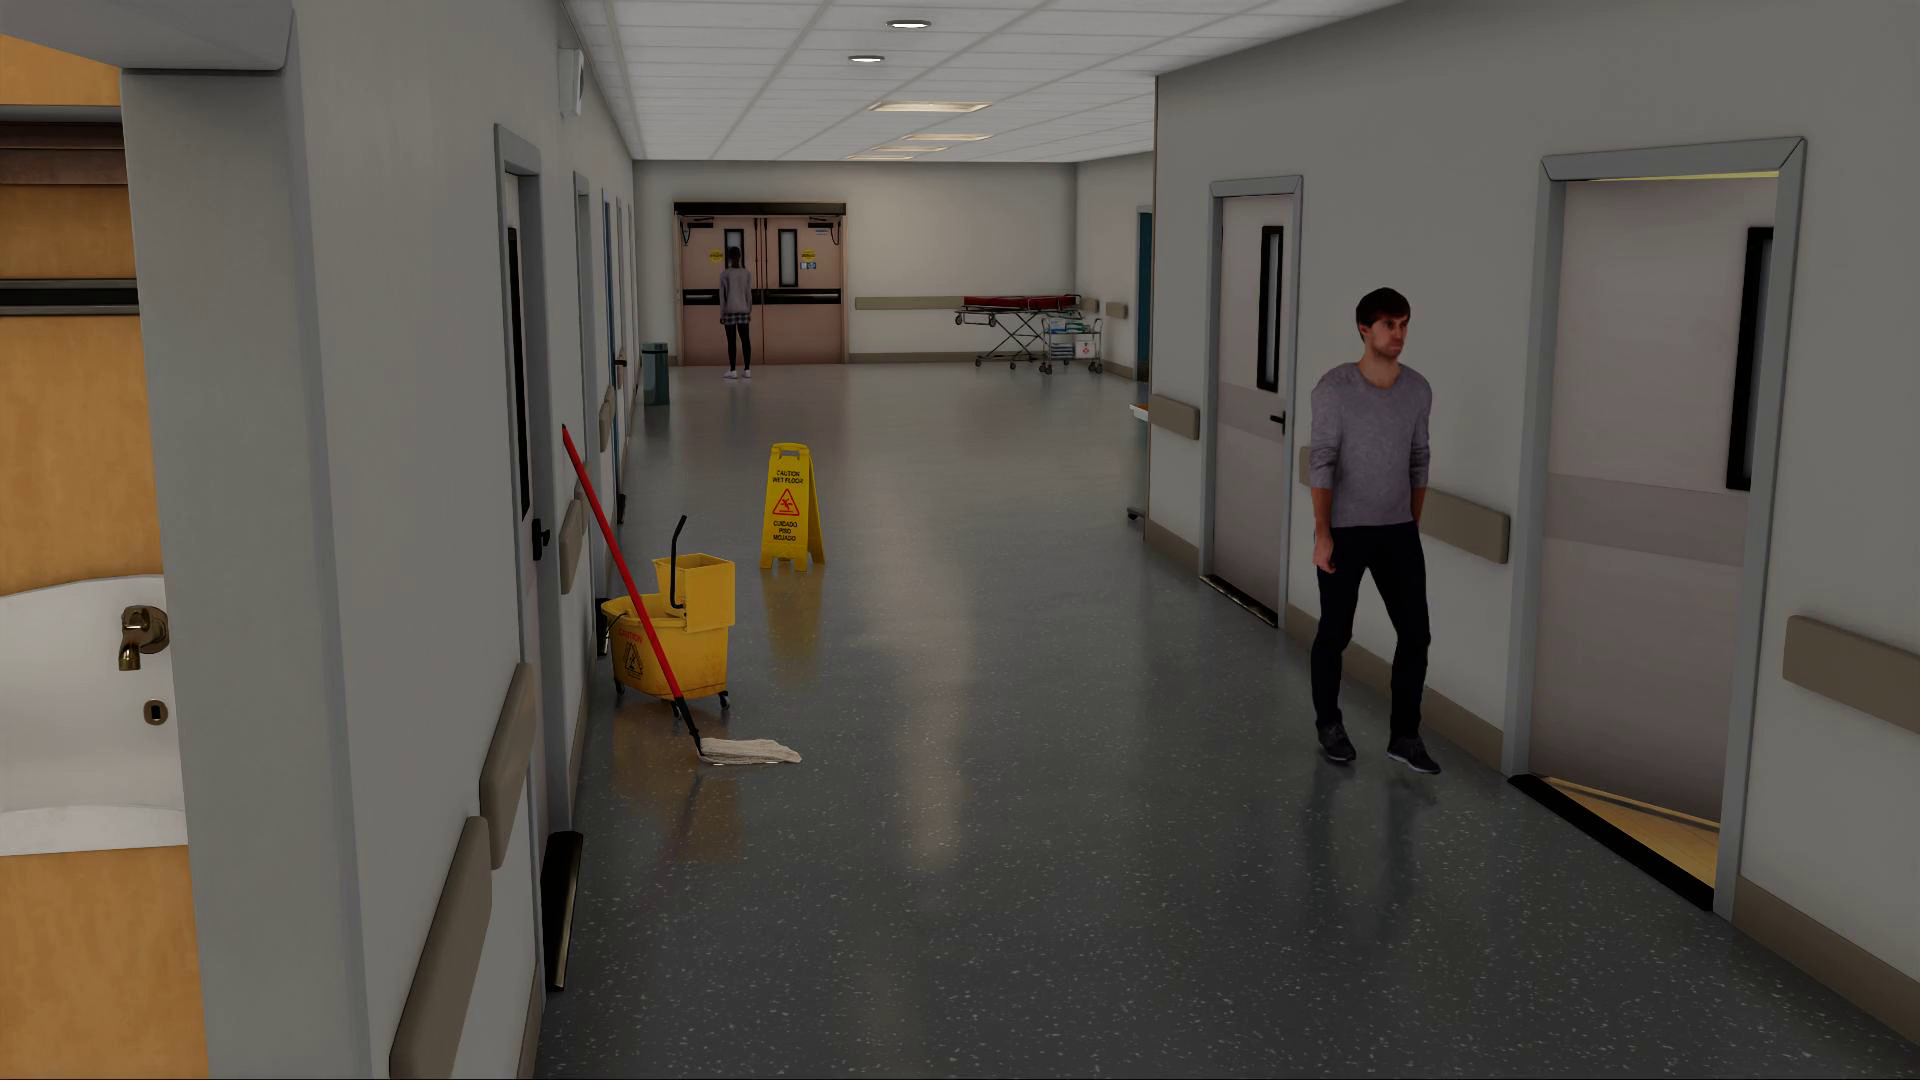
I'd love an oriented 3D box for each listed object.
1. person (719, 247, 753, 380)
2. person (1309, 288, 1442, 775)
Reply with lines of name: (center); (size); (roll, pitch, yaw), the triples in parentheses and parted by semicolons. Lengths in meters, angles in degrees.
person: (-3.039, -3.096, 22.635); (0.678, 1.774, 0.644); (-6, 12, -28)
person: (1.516, -0.044, 6.415); (0.665, 1.824, 0.786); (-2, 11, -9)
